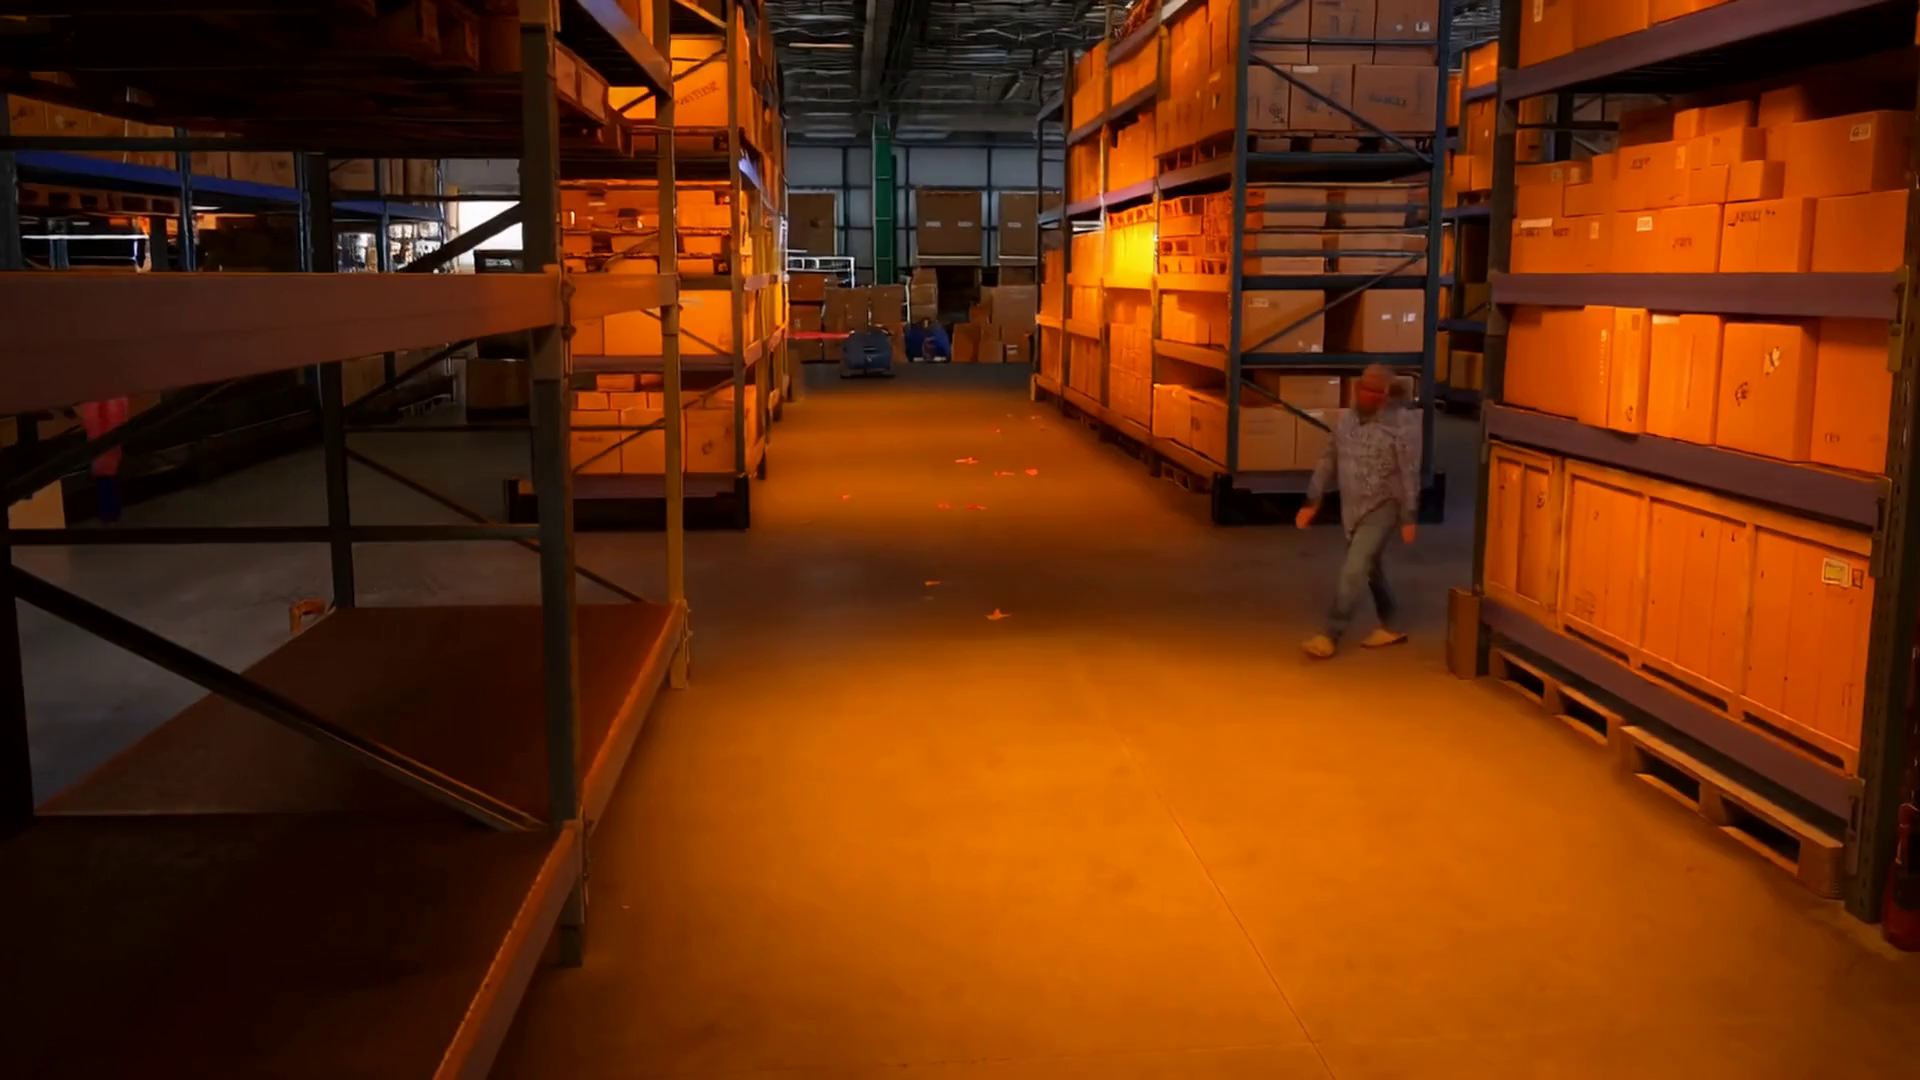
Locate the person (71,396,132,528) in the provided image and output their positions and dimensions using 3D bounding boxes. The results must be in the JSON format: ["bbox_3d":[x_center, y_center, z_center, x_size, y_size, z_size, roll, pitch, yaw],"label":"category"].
[{"bbox_3d":[-7.761,-0.806,14.928,0.548,1.679,0.572,5,10,28],"label":"person"}]

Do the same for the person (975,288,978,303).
[{"bbox_3d":[0.850,-9.489,68.870,0.582,1.869,0.586,2,9,11],"label":"person"}]

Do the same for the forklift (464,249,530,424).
[{"bbox_3d":[-7.375,-3.332,27.049,1.129,2.768,1.873,-1,9,-4],"label":"forklift"}]

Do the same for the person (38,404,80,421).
[{"bbox_3d":[-15.047,-2.952,27.745,0.562,1.885,0.973,4,10,23],"label":"person"}]

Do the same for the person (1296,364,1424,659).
[{"bbox_3d":[2.512,-0.177,10.472,0.992,1.839,0.679,-6,11,-35],"label":"person"}]
